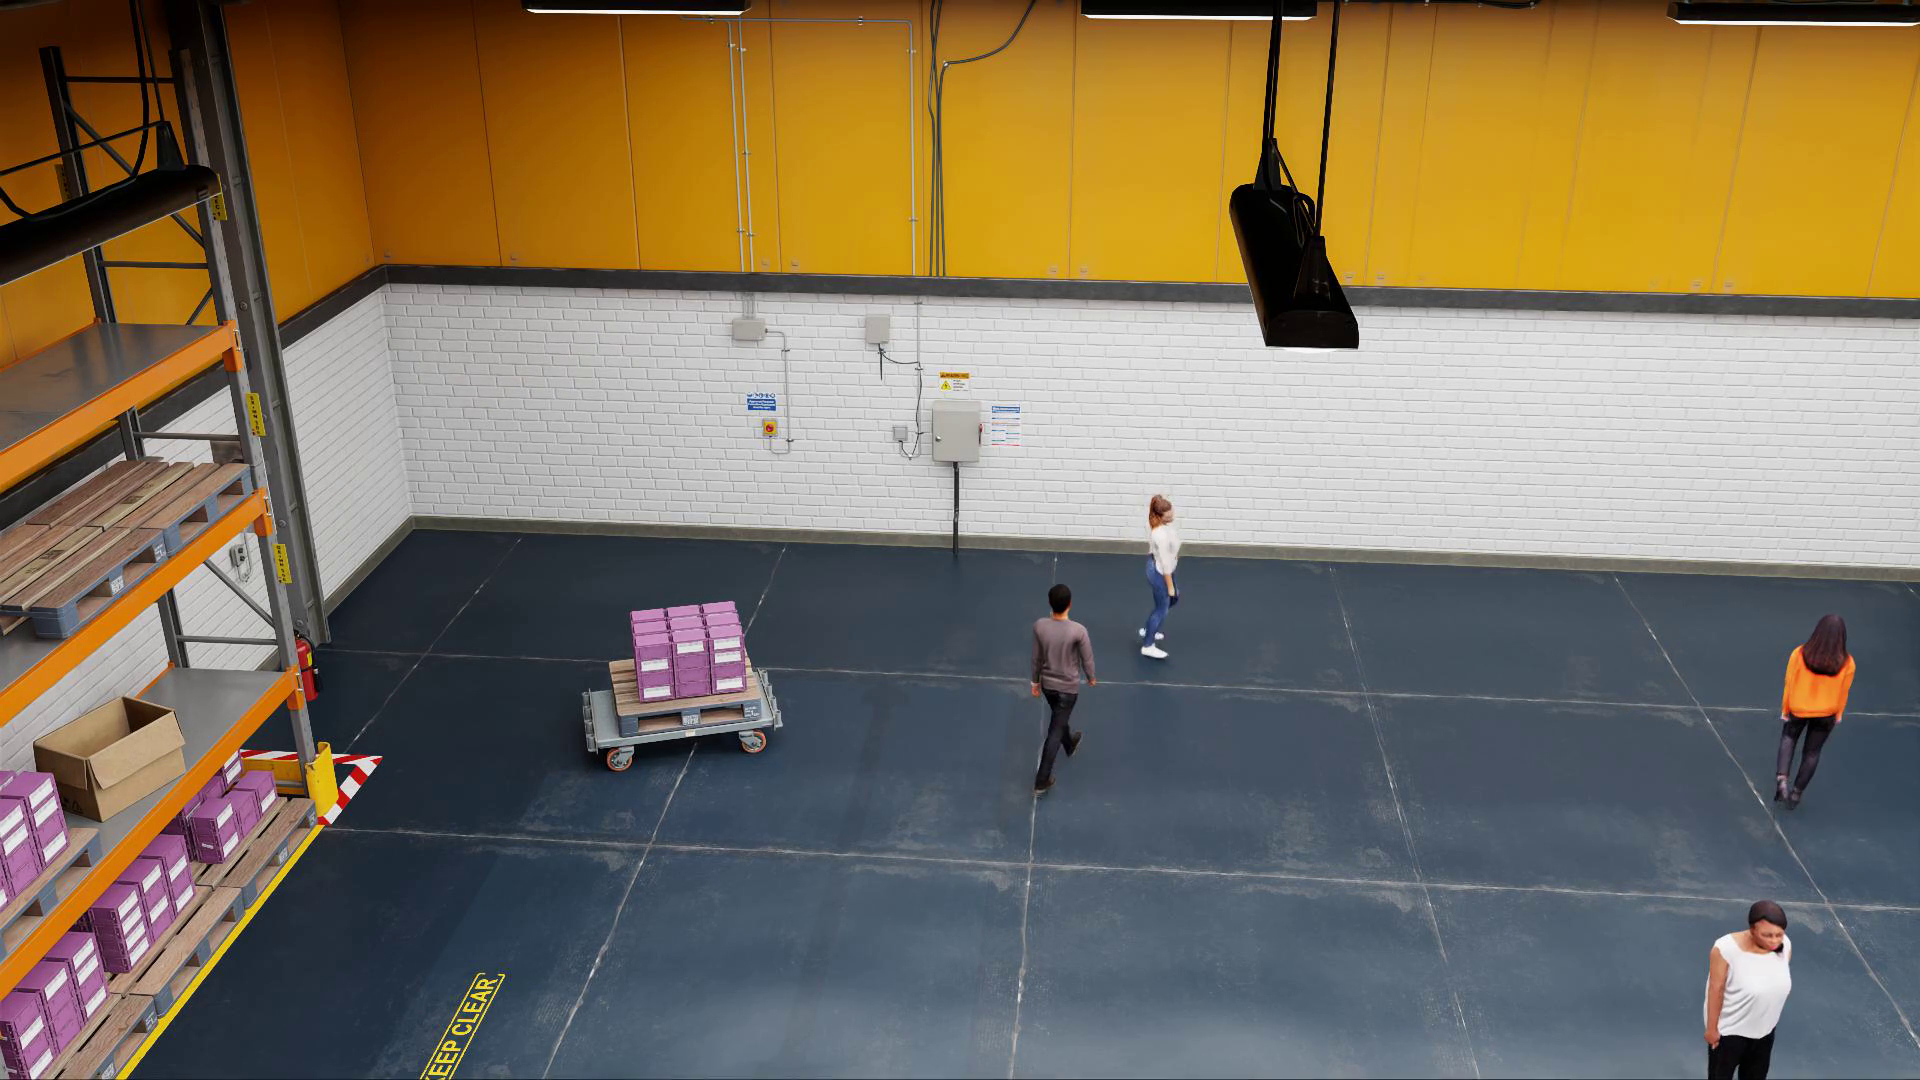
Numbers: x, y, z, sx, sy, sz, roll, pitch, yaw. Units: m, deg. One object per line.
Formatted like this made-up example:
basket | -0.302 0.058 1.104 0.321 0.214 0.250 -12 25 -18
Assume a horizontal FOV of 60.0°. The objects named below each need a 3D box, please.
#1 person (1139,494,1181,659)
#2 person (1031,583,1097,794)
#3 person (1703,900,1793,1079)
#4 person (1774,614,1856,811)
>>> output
person | 1.880 0.336 15.703 0.783 1.707 0.533 -2 24 -4
person | 0.773 1.256 13.590 0.972 1.712 1.240 9 25 20
person | 4.697 2.852 9.972 0.731 1.687 0.717 -4 24 -9
person | 6.766 1.407 13.213 0.748 1.738 0.797 12 26 26
